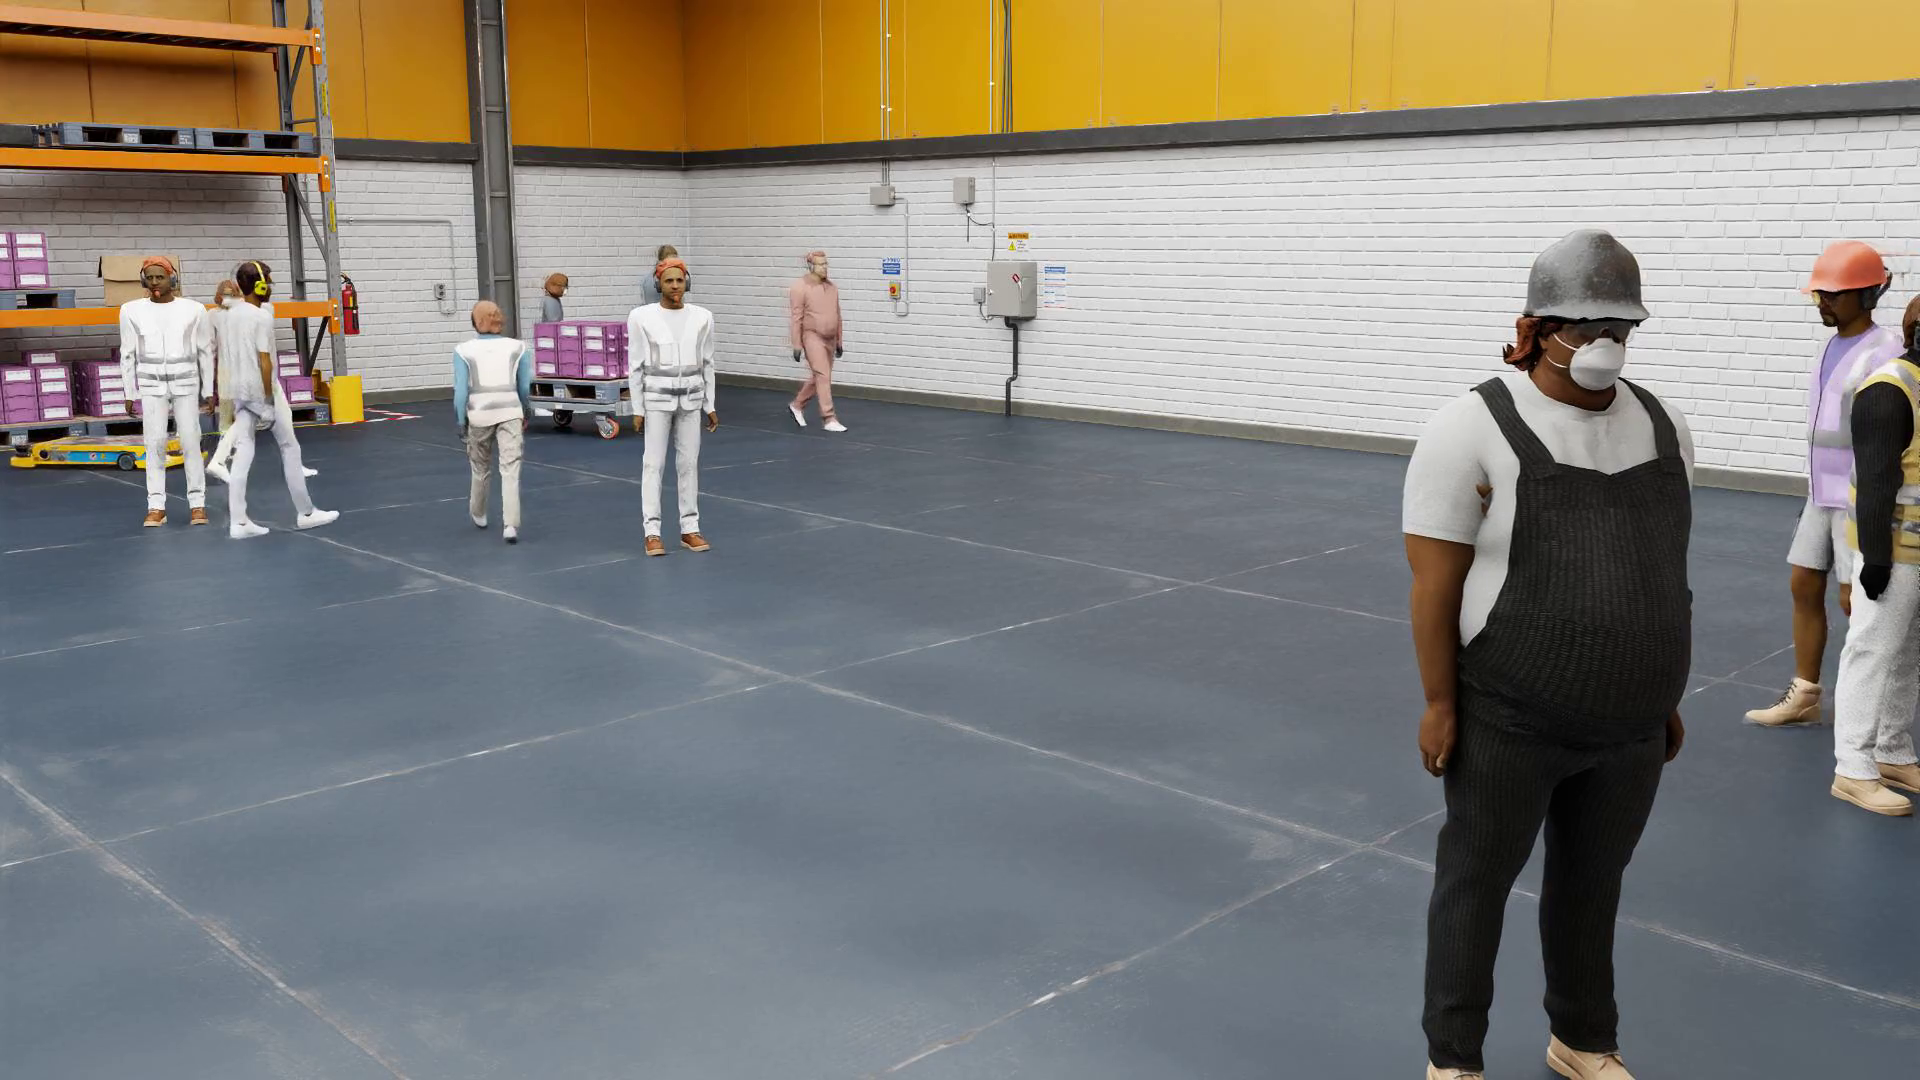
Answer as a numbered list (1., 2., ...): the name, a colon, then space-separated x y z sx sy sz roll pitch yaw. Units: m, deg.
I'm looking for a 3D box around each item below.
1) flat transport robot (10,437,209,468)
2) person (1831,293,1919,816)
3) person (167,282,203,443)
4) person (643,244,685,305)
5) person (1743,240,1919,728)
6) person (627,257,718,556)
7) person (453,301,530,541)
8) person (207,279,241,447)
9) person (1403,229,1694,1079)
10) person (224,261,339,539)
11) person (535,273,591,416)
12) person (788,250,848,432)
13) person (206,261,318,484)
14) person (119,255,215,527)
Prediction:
1. flat transport robot: -7.467 -0.779 14.620 1.431 0.197 0.652 1 10 4
2. person: 3.389 0.034 5.902 0.624 1.845 0.430 -7 13 -34
3. person: -7.574 -1.713 16.051 0.519 1.616 0.511 -10 14 -42
4. person: -3.239 -2.248 18.121 0.542 1.926 0.628 6 12 29
5. person: 3.687 -0.191 6.699 0.768 2.018 0.614 0 10 0
6. person: -1.821 -0.847 10.596 0.575 1.883 0.362 -5 12 -27
7. person: -3.132 -0.806 11.175 0.513 1.585 0.898 -4 11 -21
8. person: -6.946 -1.687 15.973 0.541 1.611 0.474 -1 10 -6
9. person: 1.361 0.332 3.731 0.688 2.000 0.539 -3 11 -13
10. person: -4.672 -0.955 11.285 0.530 1.835 0.868 7 12 32
11. person: -4.460 -2.171 18.572 0.735 1.597 0.514 0 10 2
12. person: -1.509 -2.080 17.343 0.881 1.875 0.651 8 13 36
13. person: -5.804 -1.367 13.626 0.545 1.825 0.926 5 12 27
14. person: -5.511 -1.031 11.591 0.583 1.882 0.337 -4 11 -20
